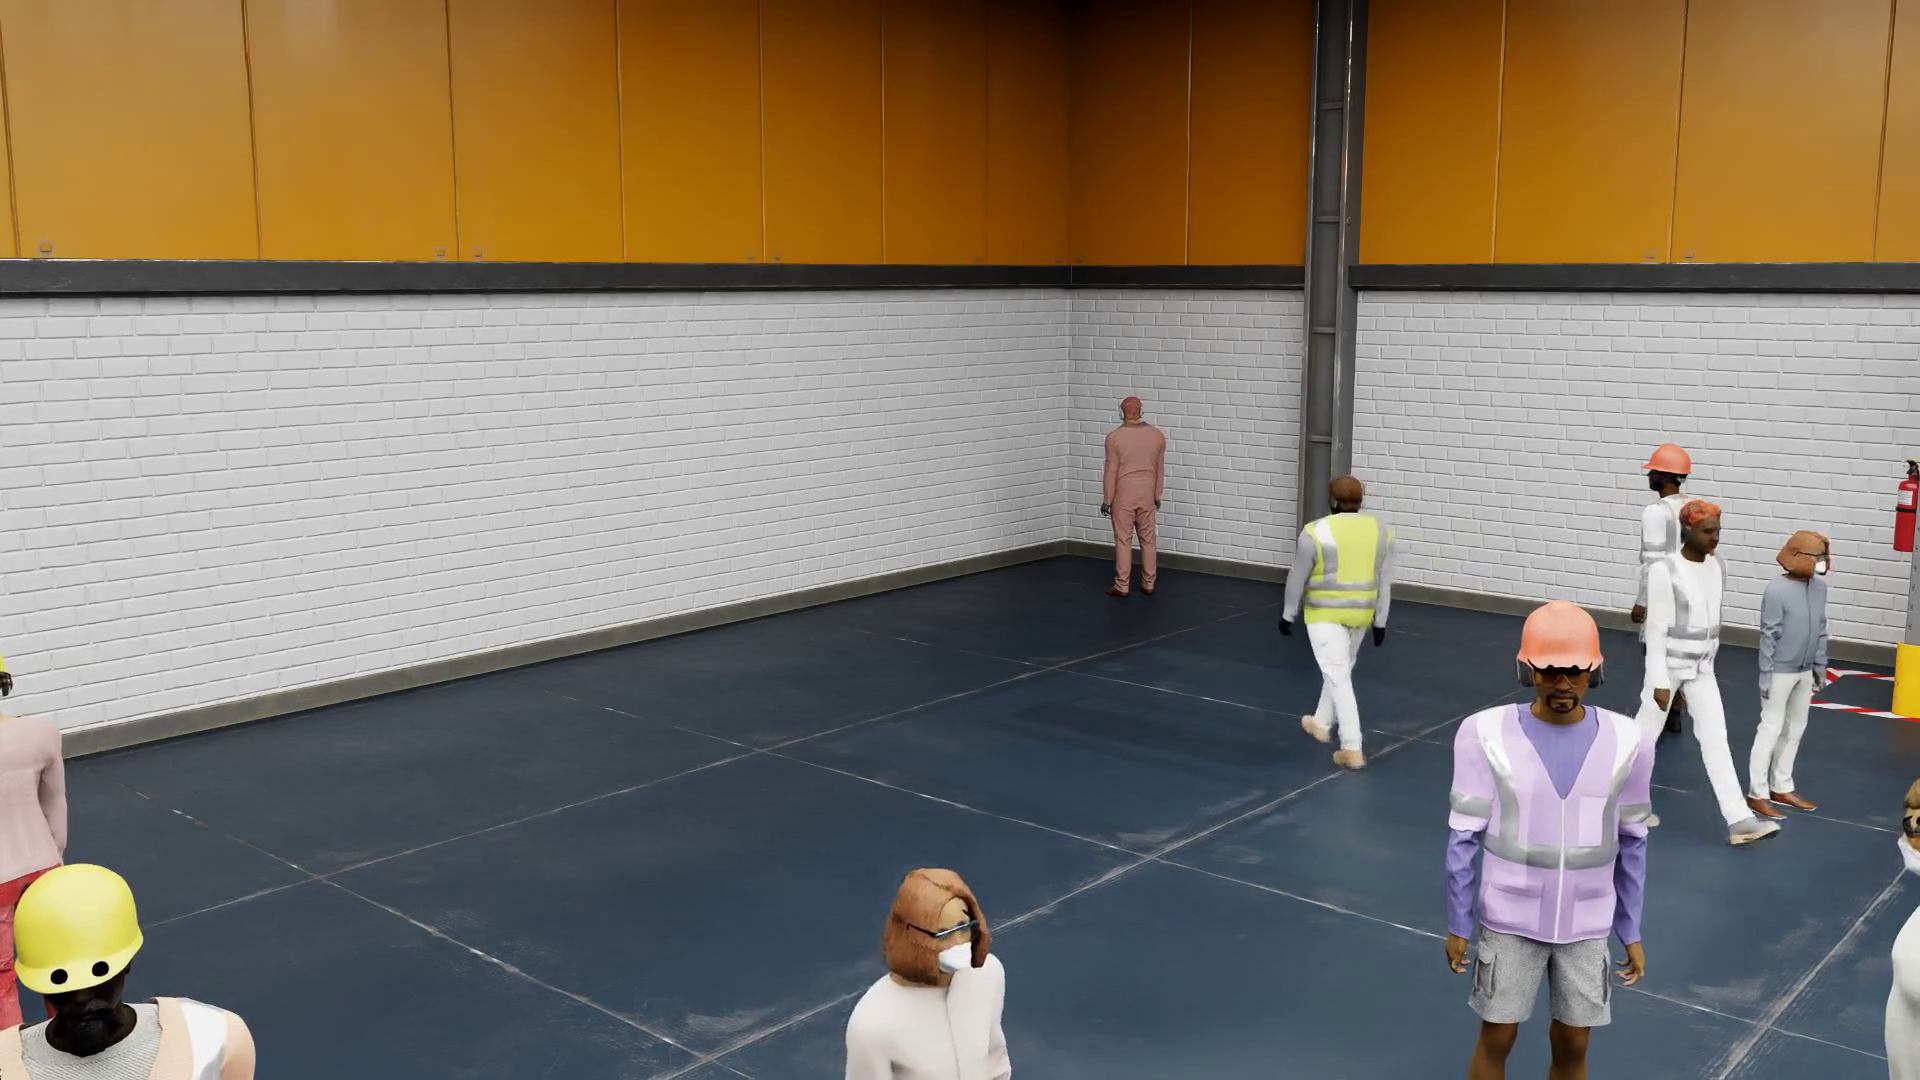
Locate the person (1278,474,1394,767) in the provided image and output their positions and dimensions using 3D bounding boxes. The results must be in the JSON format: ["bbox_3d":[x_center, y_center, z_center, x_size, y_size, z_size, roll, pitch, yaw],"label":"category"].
[{"bbox_3d":[2.368,0.482,10.481,0.635,1.792,0.959,-3,9,-17],"label":"person"}]

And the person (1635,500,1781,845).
[{"bbox_3d":[3.931,0.713,8.891,0.614,1.828,0.984,-4,10,-25],"label":"person"}]

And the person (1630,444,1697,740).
[{"bbox_3d":[4.604,0.337,10.914,0.545,1.942,0.352,-7,11,-36],"label":"person"}]

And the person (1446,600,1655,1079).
[{"bbox_3d":[1.844,1.192,5.225,0.616,2.041,0.378,1,9,7],"label":"person"}]

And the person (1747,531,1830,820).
[{"bbox_3d":[4.662,0.756,9.331,0.498,1.611,0.284,-5,10,-27],"label":"person"}]

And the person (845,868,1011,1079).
[{"bbox_3d":[-0.091,1.574,4.128,0.517,1.623,0.415,-8,12,-42],"label":"person"}]

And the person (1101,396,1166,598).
[{"bbox_3d":[1.617,-0.405,15.704,0.636,1.902,0.406,-4,10,-22],"label":"person"}]

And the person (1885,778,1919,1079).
[{"bbox_3d":[2.314,1.459,3.895,0.371,1.933,0.627,4,10,22],"label":"person"}]

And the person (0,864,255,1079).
[{"bbox_3d":[-1.665,1.559,3.282,0.594,1.926,0.368,-6,11,-32],"label":"person"}]

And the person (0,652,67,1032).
[{"bbox_3d":[-3.451,1.212,5.979,0.329,1.764,0.524,4,10,26],"label":"person"}]
